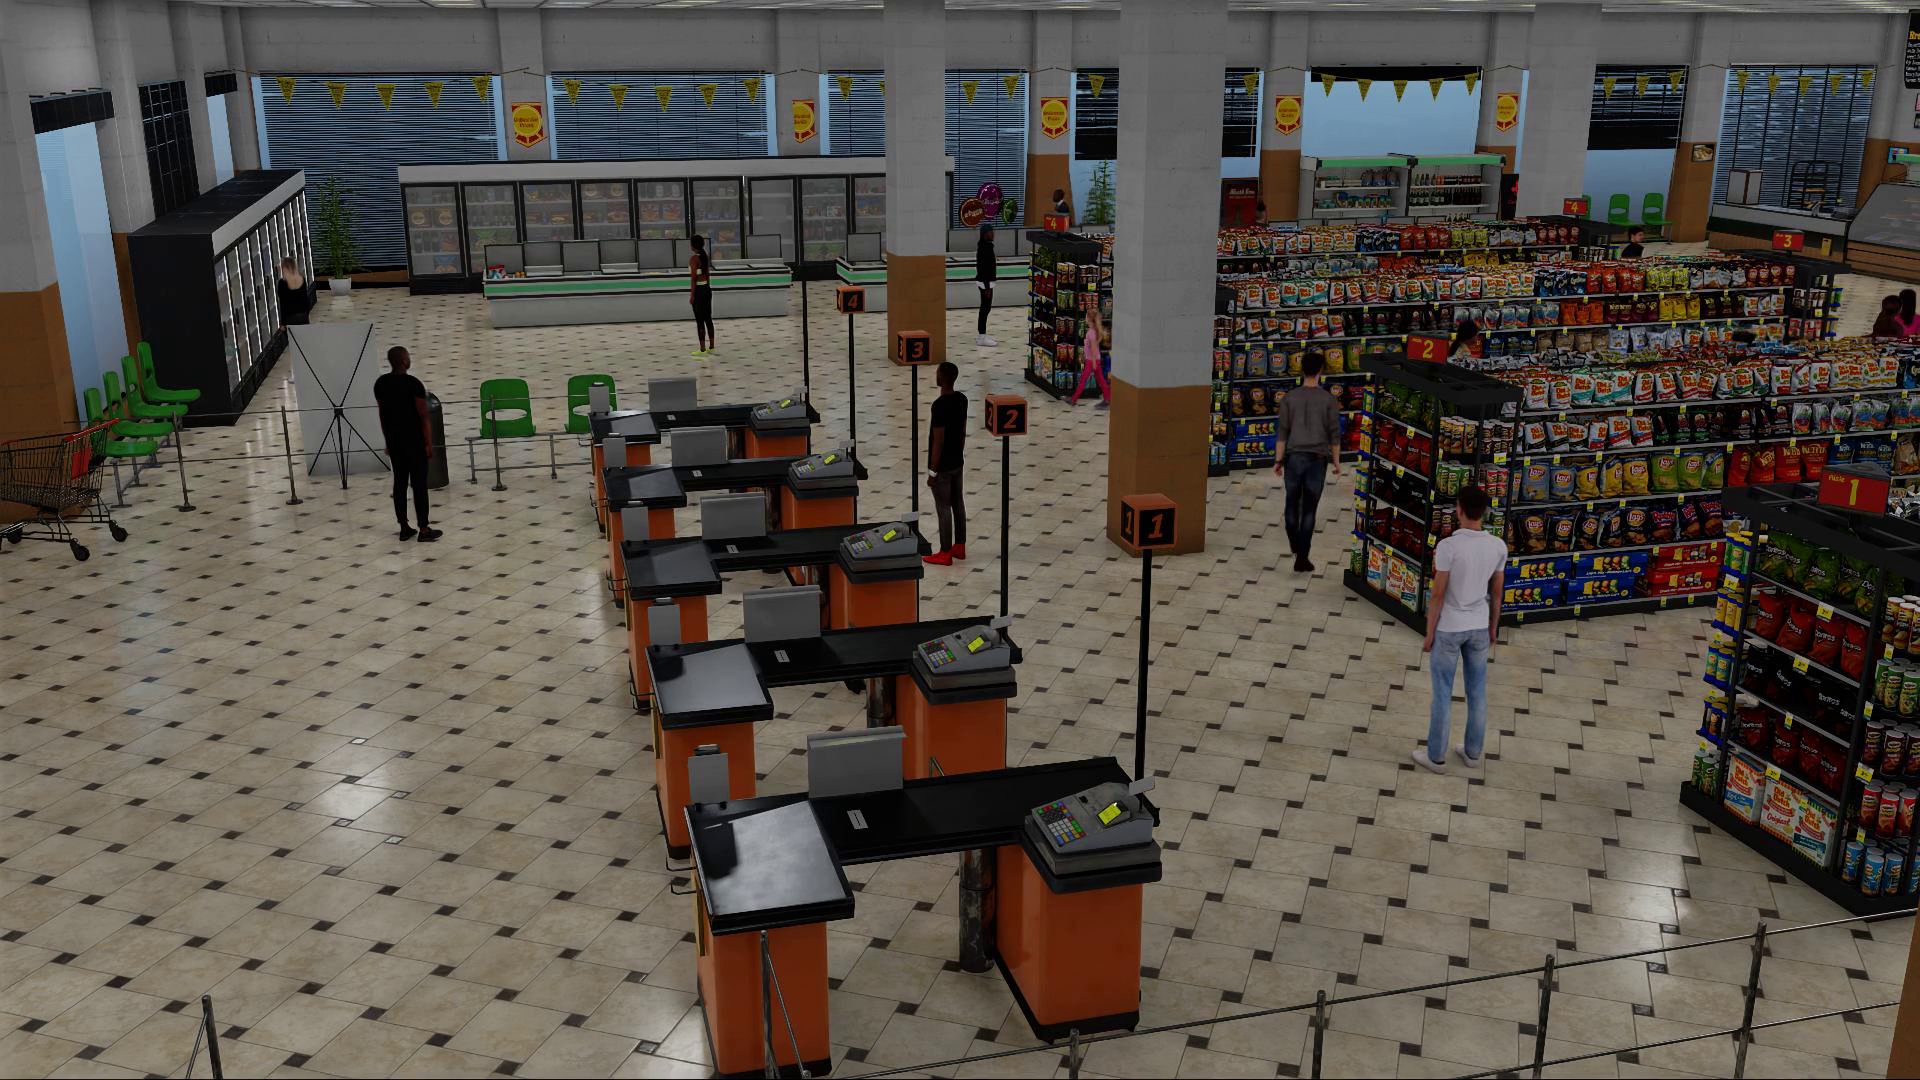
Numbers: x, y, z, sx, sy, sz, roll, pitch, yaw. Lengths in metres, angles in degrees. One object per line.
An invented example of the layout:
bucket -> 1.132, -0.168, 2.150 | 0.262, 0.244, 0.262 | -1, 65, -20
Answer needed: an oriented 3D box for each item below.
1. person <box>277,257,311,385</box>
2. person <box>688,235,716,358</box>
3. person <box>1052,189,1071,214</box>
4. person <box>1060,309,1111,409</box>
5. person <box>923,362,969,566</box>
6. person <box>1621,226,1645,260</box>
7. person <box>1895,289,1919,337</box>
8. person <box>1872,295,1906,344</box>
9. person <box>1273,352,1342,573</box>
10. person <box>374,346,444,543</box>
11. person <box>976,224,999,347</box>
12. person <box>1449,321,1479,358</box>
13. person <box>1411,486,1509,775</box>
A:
person -> -8.941, -2.953, 22.385 | 0.748, 1.686, 0.688 | 10, 19, 29
person -> -3.779, -3.576, 24.320 | 0.697, 1.753, 0.632 | 10, 20, 30
person -> 1.968, -5.579, 30.859 | 1.327, 1.786, 0.966 | 1, 17, 3
person -> 1.733, -2.253, 20.842 | 0.943, 1.242, 0.732 | 3, 17, 9
person -> -0.108, -0.683, 14.700 | 0.774, 1.805, 0.695 | 11, 20, 32
person -> 9.896, -3.729, 24.673 | 0.817, 1.840, 0.791 | 7, 18, 23
person -> 11.016, -2.076, 19.481 | 0.699, 1.695, 0.778 | 5, 18, 16
person -> 10.445, -1.907, 18.953 | 1.083, 1.677, 0.616 | -3, 17, -9
person -> 3.013, -0.637, 14.462 | 1.230, 1.857, 1.203 | 7, 18, 23
person -> -5.114, -0.889, 15.355 | 0.698, 1.819, 0.812 | 5, 18, 16
person -> 0.394, -3.872, 25.184 | 0.686, 1.817, 0.733 | 1, 17, 2
person -> 4.957, -1.321, 16.912 | 1.185, 1.742, 0.686 | -1, 17, -5
person -> 3.172, 0.568, 10.504 | 0.452, 1.851, 0.700 | -5, 18, -16
